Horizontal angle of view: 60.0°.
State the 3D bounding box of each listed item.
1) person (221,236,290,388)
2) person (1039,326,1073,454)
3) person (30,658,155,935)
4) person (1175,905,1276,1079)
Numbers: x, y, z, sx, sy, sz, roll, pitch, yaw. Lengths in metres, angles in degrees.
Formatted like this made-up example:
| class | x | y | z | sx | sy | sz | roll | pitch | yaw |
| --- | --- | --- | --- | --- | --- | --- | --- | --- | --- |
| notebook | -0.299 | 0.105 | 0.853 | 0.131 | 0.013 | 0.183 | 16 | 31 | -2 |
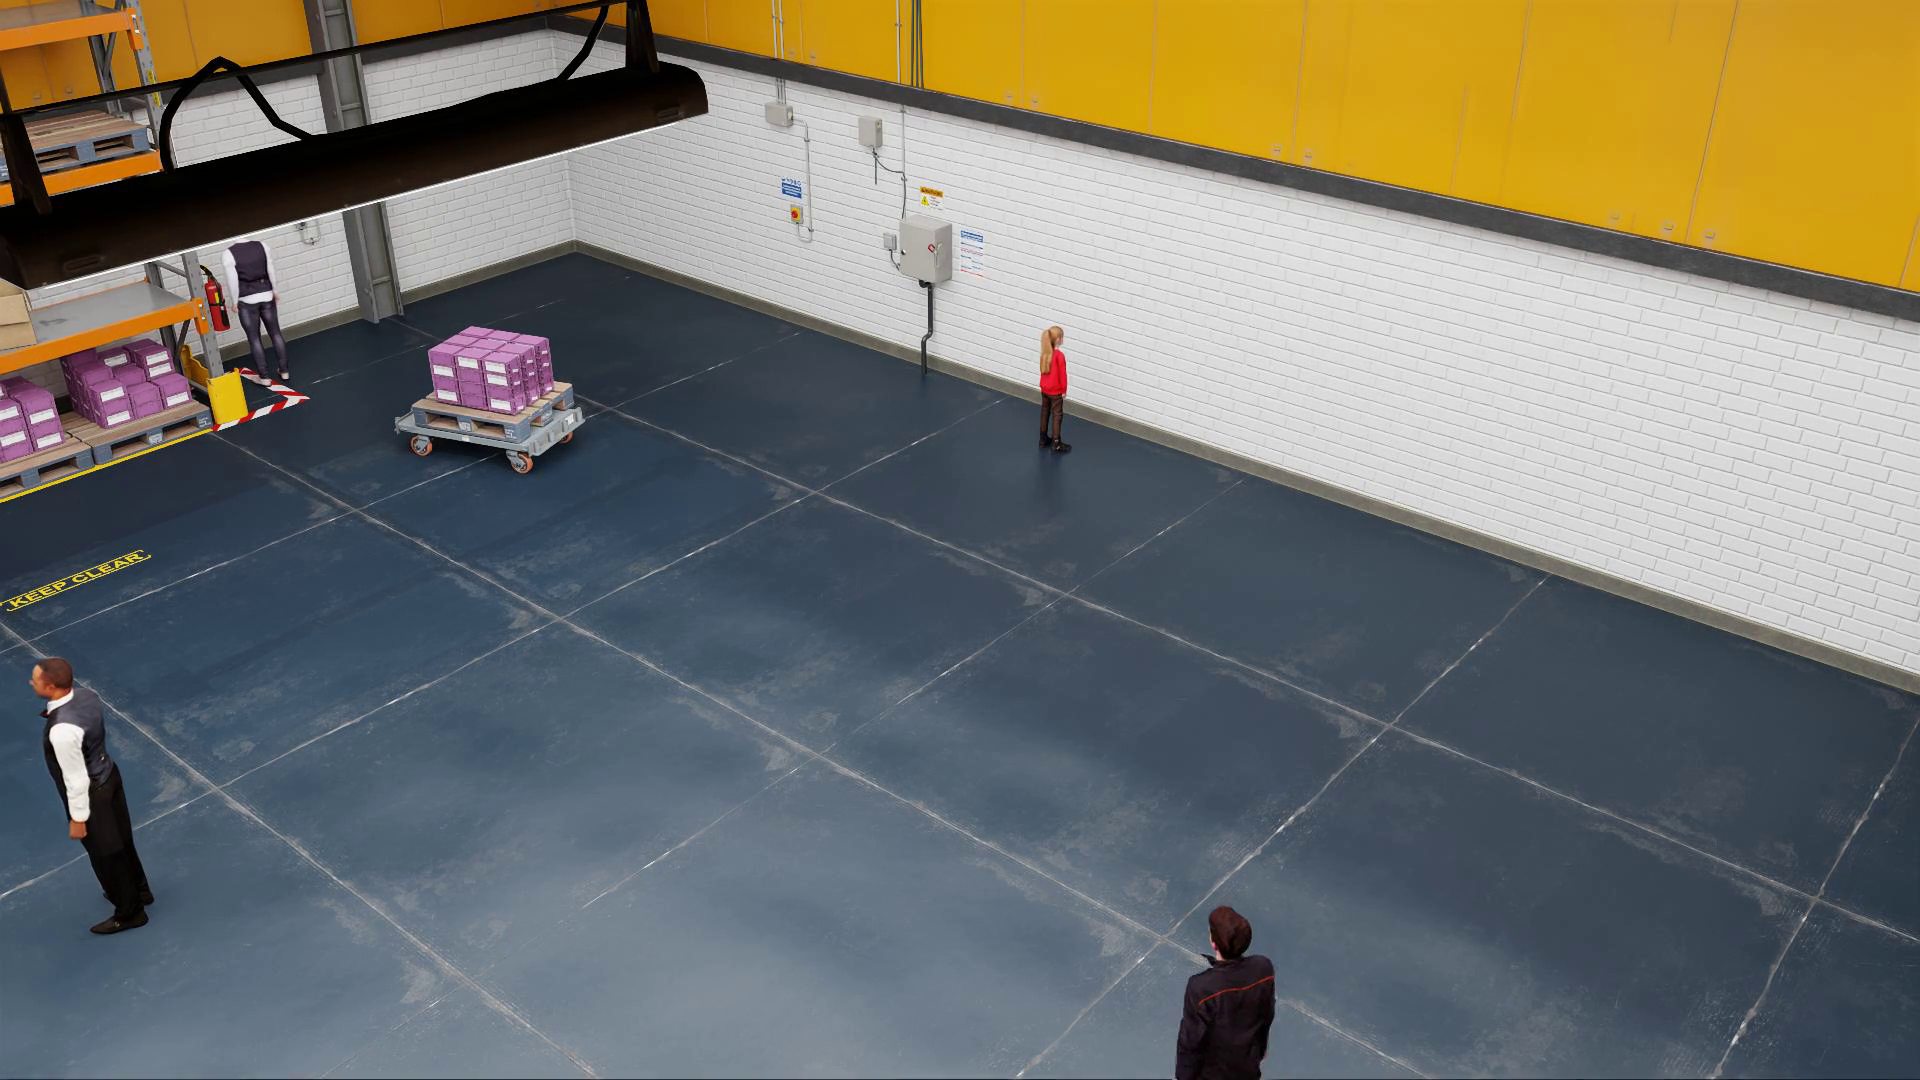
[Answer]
| class | x | y | z | sx | sy | sz | roll | pitch | yaw |
| --- | --- | --- | --- | --- | --- | --- | --- | --- | --- |
| person | -7.457 | -2.524 | 17.602 | 0.747 | 1.824 | 0.531 | 24 | 37 | 37 |
| person | 0.908 | -1.483 | 16.260 | 0.545 | 1.282 | 0.528 | -21 | 35 | -34 |
| person | -5.256 | 1.528 | 10.075 | 0.809 | 1.919 | 0.776 | -5 | 29 | -10 |
| person | 1.316 | 2.613 | 8.097 | 1.113 | 1.906 | 1.085 | -10 | 30 | -17 |
